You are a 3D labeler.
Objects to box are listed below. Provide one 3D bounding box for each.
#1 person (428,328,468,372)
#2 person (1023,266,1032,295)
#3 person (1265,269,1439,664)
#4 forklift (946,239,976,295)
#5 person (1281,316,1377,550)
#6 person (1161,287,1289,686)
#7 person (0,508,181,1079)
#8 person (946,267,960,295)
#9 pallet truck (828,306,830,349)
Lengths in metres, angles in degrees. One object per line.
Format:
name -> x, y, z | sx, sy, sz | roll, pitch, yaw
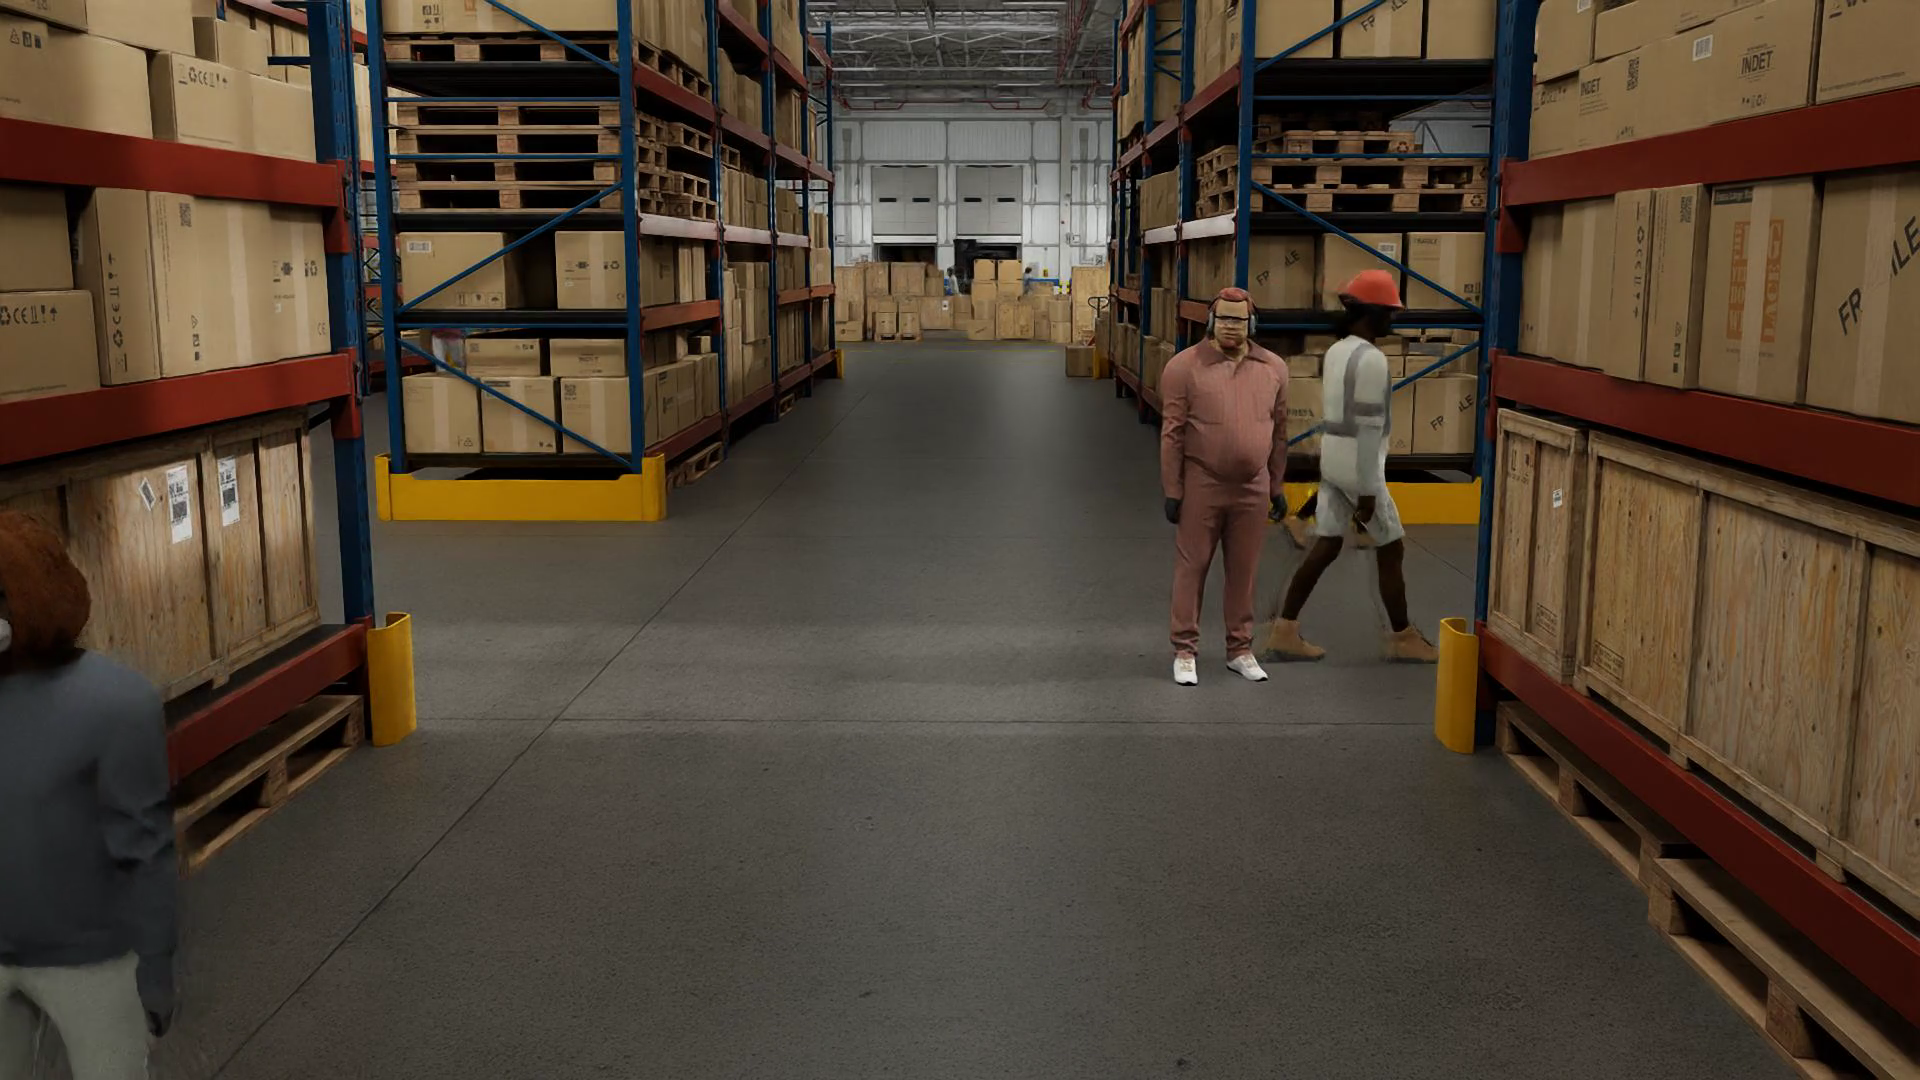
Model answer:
person -> -7.891, -3.160, 25.706 | 0.634, 1.815, 0.866 | 0, 9, 3
person -> 2.308, -8.886, 59.762 | 0.527, 1.899, 0.666 | -6, 11, -33
person -> 1.987, -0.338, 8.327 | 0.975, 2.007, 0.624 | -2, 10, -11
forklift -> 0.147, -8.977, 57.332 | 1.873, 2.768, 1.129 | 7, 12, 36
person -> 2.645, -0.740, 11.577 | 0.778, 1.671, 0.533 | 0, 9, -1
person -> 1.284, -0.252, 7.993 | 0.642, 1.905, 0.399 | -2, 10, -12
person -> -1.619, 0.732, 2.988 | 0.510, 1.610, 0.698 | 1, 10, 4
person -> -0.257, -7.891, 53.919 | 1.145, 1.862, 0.649 | -1, 10, -7
pallet truck -> -3.100, -3.940, 29.800 | 1.885, 1.965, 0.823 | 3, 10, 19
